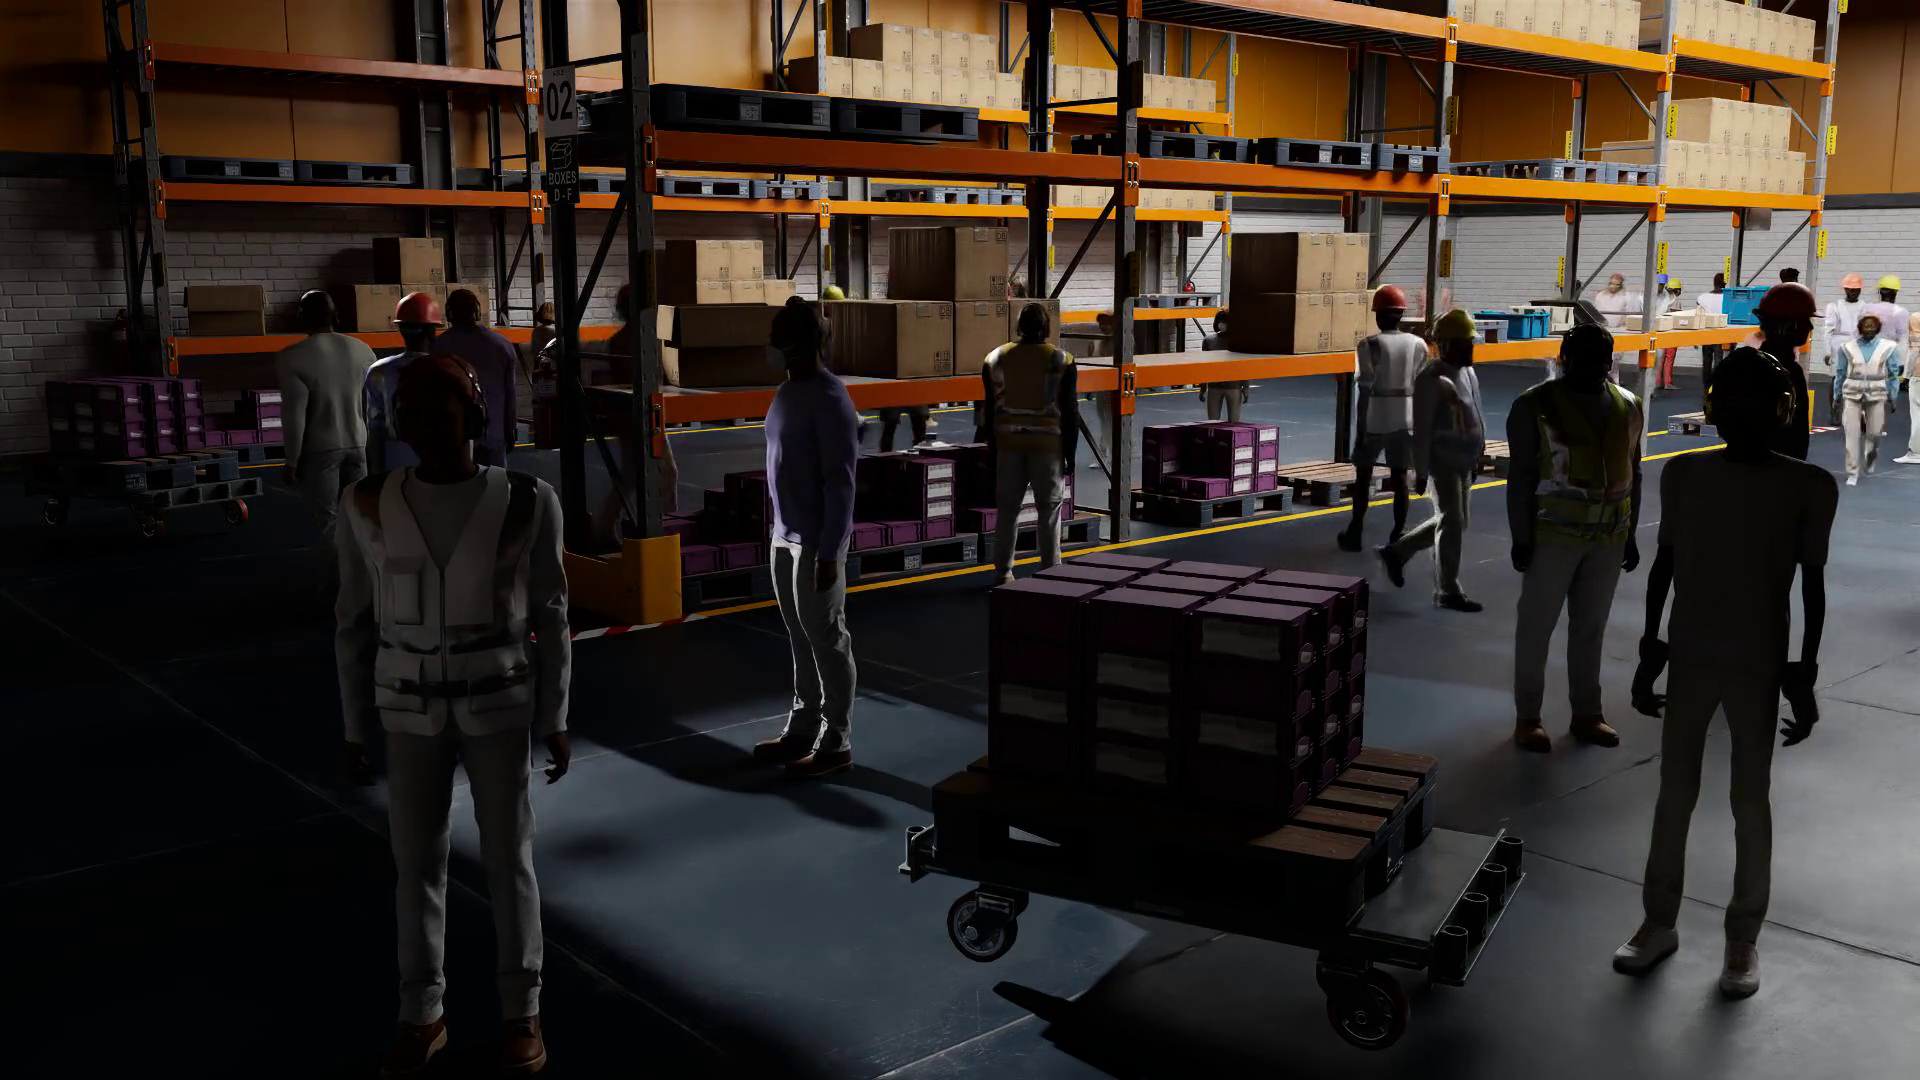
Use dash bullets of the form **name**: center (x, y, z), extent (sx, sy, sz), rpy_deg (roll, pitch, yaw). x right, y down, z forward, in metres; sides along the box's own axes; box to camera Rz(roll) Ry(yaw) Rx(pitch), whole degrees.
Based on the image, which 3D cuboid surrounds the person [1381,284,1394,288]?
- **person**: center (5.691, -2.557, 22.381), extent (0.433, 1.753, 0.531), rpy_deg (3, 10, 15)

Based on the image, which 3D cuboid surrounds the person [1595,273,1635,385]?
- **person**: center (10.538, -3.369, 26.813), extent (0.848, 1.866, 0.675), rpy_deg (-9, 13, -42)

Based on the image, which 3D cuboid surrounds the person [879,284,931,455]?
- **person**: center (-0.477, -1.376, 14.721), extent (0.623, 1.994, 1.003), rpy_deg (-4, 10, -21)

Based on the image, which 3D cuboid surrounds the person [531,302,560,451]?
- **person**: center (-4.500, -1.788, 18.226), extent (0.496, 1.629, 0.277), rpy_deg (9, 13, 41)

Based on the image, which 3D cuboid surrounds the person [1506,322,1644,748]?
- **person**: center (2.676, -0.017, 7.224), extent (0.626, 1.844, 0.429), rpy_deg (-2, 10, -11)

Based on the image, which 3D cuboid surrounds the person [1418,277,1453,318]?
- **person**: center (8.135, -3.652, 28.384), extent (0.647, 1.889, 0.584), rpy_deg (8, 12, 38)

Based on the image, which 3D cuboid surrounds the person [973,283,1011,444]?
- **person**: center (0.307, -1.333, 14.656), extent (0.376, 1.934, 0.547), rpy_deg (6, 12, 33)

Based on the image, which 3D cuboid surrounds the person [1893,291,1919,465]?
- **person**: center (9.865, -1.725, 16.971), extent (0.594, 1.926, 0.367), rpy_deg (-3, 10, -15)

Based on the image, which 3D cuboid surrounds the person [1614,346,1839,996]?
- **person**: center (2.224, 0.376, 4.833), extent (0.519, 1.874, 0.327), rpy_deg (8, 12, 38)

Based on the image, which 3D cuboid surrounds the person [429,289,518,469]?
- **person**: center (-3.313, -0.738, 11.257), extent (0.643, 1.908, 0.411), rpy_deg (-7, 12, -35)

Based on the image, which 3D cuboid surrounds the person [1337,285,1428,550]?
- **person**: center (3.015, -0.846, 11.874), extent (0.558, 1.926, 0.632), rpy_deg (-1, 10, -7)

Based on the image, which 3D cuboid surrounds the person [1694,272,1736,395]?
- **person**: center (11.400, -3.090, 25.107), extent (0.609, 1.892, 0.786), rpy_deg (5, 11, 29)

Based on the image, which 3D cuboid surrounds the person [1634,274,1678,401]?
- **person**: center (10.218, -2.982, 24.408), extent (0.626, 1.899, 0.907), rpy_deg (1, 10, 8)

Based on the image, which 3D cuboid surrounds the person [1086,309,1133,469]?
- **person**: center (1.553, -1.550, 16.899), extent (0.511, 1.598, 0.810), rpy_deg (9, 13, 42)

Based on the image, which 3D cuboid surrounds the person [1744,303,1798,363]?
- **person**: center (7.384, -1.352, 15.273), extent (0.333, 1.763, 0.535), rpy_deg (-5, 11, -29)

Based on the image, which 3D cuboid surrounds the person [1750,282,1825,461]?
- **person**: center (4.069, -0.290, 8.366), extent (0.386, 1.996, 0.610), rpy_deg (1, 10, 3)

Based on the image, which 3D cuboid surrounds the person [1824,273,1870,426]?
- **person**: center (11.026, -2.341, 20.620), extent (0.562, 1.913, 0.753), rpy_deg (3, 10, 15)

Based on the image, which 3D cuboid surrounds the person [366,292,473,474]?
- **person**: center (-2.867, -0.353, 8.918), extent (0.552, 1.932, 0.377), rpy_deg (0, 10, 2)

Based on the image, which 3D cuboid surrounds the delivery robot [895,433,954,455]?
- **delivery robot**: center (-0.253, -0.705, 14.738), extent (0.477, 0.478, 0.707), rpy_deg (8, 13, 40)

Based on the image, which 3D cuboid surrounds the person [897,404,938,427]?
- **person**: center (-0.551, -2.208, 20.527), extent (0.567, 1.683, 0.540), rpy_deg (-9, 13, -42)

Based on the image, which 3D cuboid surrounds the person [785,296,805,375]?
- **person**: center (-1.862, -1.887, 18.629), extent (0.533, 1.688, 0.320), rpy_deg (8, 13, 41)

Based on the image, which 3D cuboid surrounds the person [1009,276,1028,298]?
- **person**: center (0.895, -2.217, 19.964), extent (0.876, 1.901, 0.664), rpy_deg (-4, 10, -22)

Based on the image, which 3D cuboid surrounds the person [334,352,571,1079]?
- **person**: center (-1.298, 0.463, 4.288), extent (0.584, 1.882, 0.345), rpy_deg (-1, 10, -7)

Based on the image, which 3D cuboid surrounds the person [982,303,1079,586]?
- **person**: center (0.453, -0.581, 10.567), extent (0.621, 1.835, 0.430), rpy_deg (3, 10, 16)

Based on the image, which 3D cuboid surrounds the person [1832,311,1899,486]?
- **person**: center (8.449, -1.324, 15.526), extent (0.544, 1.623, 0.517), rpy_deg (6, 11, 29)

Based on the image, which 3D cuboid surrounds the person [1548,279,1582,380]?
- **person**: center (7.614, -2.370, 21.005), extent (0.454, 1.839, 0.521), rpy_deg (-2, 10, -11)

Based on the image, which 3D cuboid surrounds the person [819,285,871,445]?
- **person**: center (-1.286, -1.857, 18.065), extent (0.631, 1.813, 0.606), rpy_deg (-4, 11, -24)

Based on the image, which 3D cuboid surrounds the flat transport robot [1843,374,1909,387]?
- **flat transport robot**: center (14.850, -2.532, 26.536), extent (1.431, 0.197, 0.652), rpy_deg (1, 10, 4)

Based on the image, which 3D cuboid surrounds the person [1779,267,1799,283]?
- **person**: center (11.674, -2.881, 23.620), extent (0.372, 1.966, 0.603), rpy_deg (2, 10, 10)

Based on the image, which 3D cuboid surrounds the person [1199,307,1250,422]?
- **person**: center (2.597, -1.470, 16.337), extent (0.507, 1.632, 0.267), rpy_deg (4, 11, 24)

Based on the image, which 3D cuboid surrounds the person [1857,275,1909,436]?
- **person**: center (10.739, -2.140, 19.449), extent (0.650, 1.909, 0.590), rpy_deg (-6, 11, -31)

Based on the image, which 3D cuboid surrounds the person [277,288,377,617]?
- **person**: center (-3.722, -0.509, 9.833), extent (0.373, 1.936, 0.627), rpy_deg (7, 12, 36)

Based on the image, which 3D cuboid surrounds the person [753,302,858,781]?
- **person**: center (-0.625, 0.005, 6.808), extent (0.371, 1.941, 0.627), rpy_deg (-5, 11, -26)

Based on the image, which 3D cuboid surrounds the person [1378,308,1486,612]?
- **person**: center (2.881, -0.493, 10.075), extent (0.659, 1.819, 0.590), rpy_deg (8, 12, 38)

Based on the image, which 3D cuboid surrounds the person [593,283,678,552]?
- **person**: center (-2.262, -0.845, 11.823), extent (0.654, 1.949, 0.651), rpy_deg (-8, 12, -38)

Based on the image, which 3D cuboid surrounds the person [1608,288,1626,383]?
- **person**: center (10.883, -3.410, 27.729), extent (0.440, 1.625, 0.518), rpy_deg (0, 10, -2)

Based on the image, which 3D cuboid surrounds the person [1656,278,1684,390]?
- **person**: center (11.305, -3.266, 26.454), extent (0.309, 1.772, 0.525), rpy_deg (-1, 10, -9)
